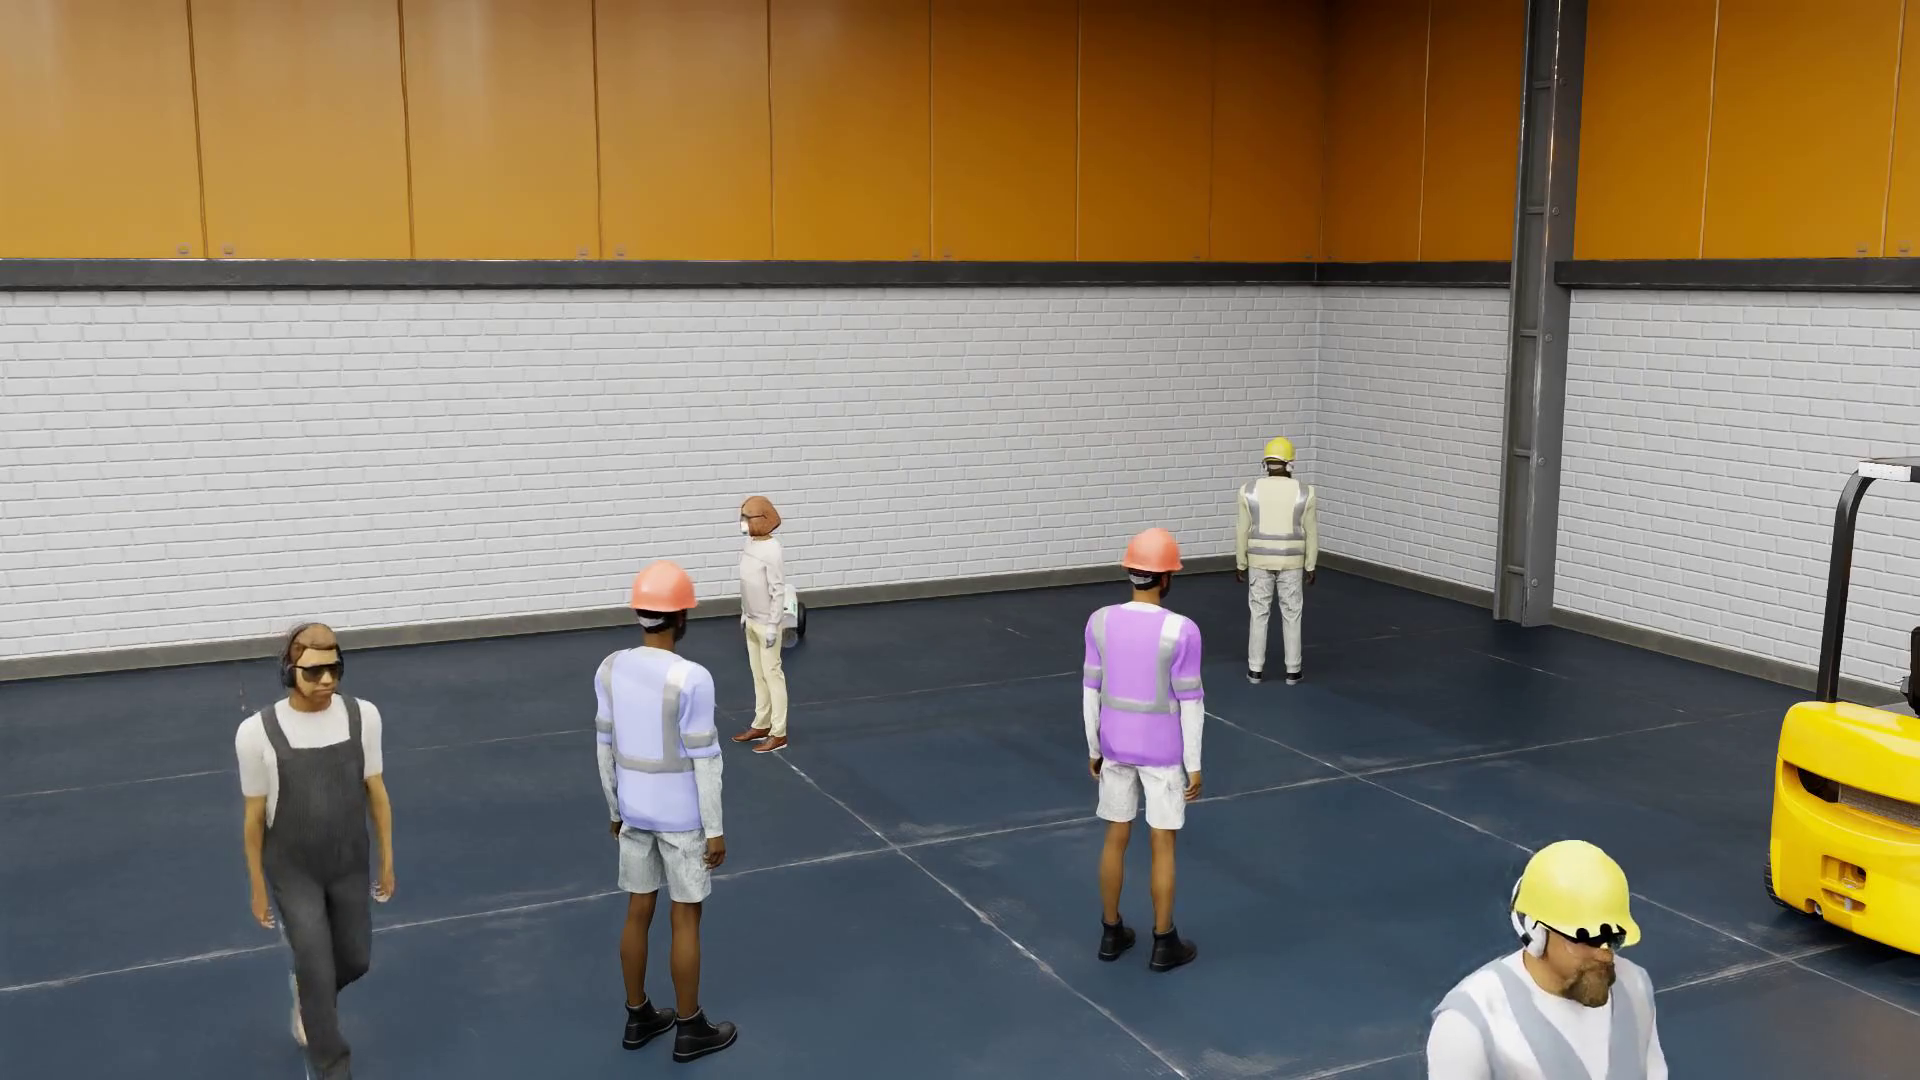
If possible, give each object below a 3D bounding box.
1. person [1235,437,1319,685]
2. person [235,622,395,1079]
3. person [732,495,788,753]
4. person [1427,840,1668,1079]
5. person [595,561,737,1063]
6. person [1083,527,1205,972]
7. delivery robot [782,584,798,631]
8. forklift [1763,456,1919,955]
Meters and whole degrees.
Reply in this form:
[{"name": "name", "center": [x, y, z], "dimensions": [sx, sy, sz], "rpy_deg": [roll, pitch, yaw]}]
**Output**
[{"name": "person", "center": [2.331, 0.155, 12.256], "dimensions": [0.600, 1.828, 0.404], "rpy_deg": [2, 9, 11]}, {"name": "person", "center": [-2.344, 1.168, 6.039], "dimensions": [0.510, 1.822, 0.767], "rpy_deg": [-8, 12, -39]}, {"name": "person", "center": [-1.266, 0.526, 10.565], "dimensions": [0.281, 1.634, 0.498], "rpy_deg": [-5, 10, -29]}, {"name": "person", "center": [1.384, 1.556, 3.665], "dimensions": [0.597, 1.804, 0.790], "rpy_deg": [-5, 10, -27]}, {"name": "person", "center": [-1.126, 1.041, 6.435], "dimensions": [0.553, 1.934, 0.366], "rpy_deg": [5, 10, 29]}, {"name": "person", "center": [0.815, 0.905, 7.273], "dimensions": [0.551, 1.934, 0.373], "rpy_deg": [5, 11, 31]}, {"name": "delivery robot", "center": [-1.509, 0.525, 13.616], "dimensions": [0.477, 0.478, 0.707], "rpy_deg": [-1, 9, -7]}, {"name": "forklift", "center": [4.857, 0.731, 7.561], "dimensions": [2.313, 2.155, 1.214], "rpy_deg": [-4, 10, -25]}]
